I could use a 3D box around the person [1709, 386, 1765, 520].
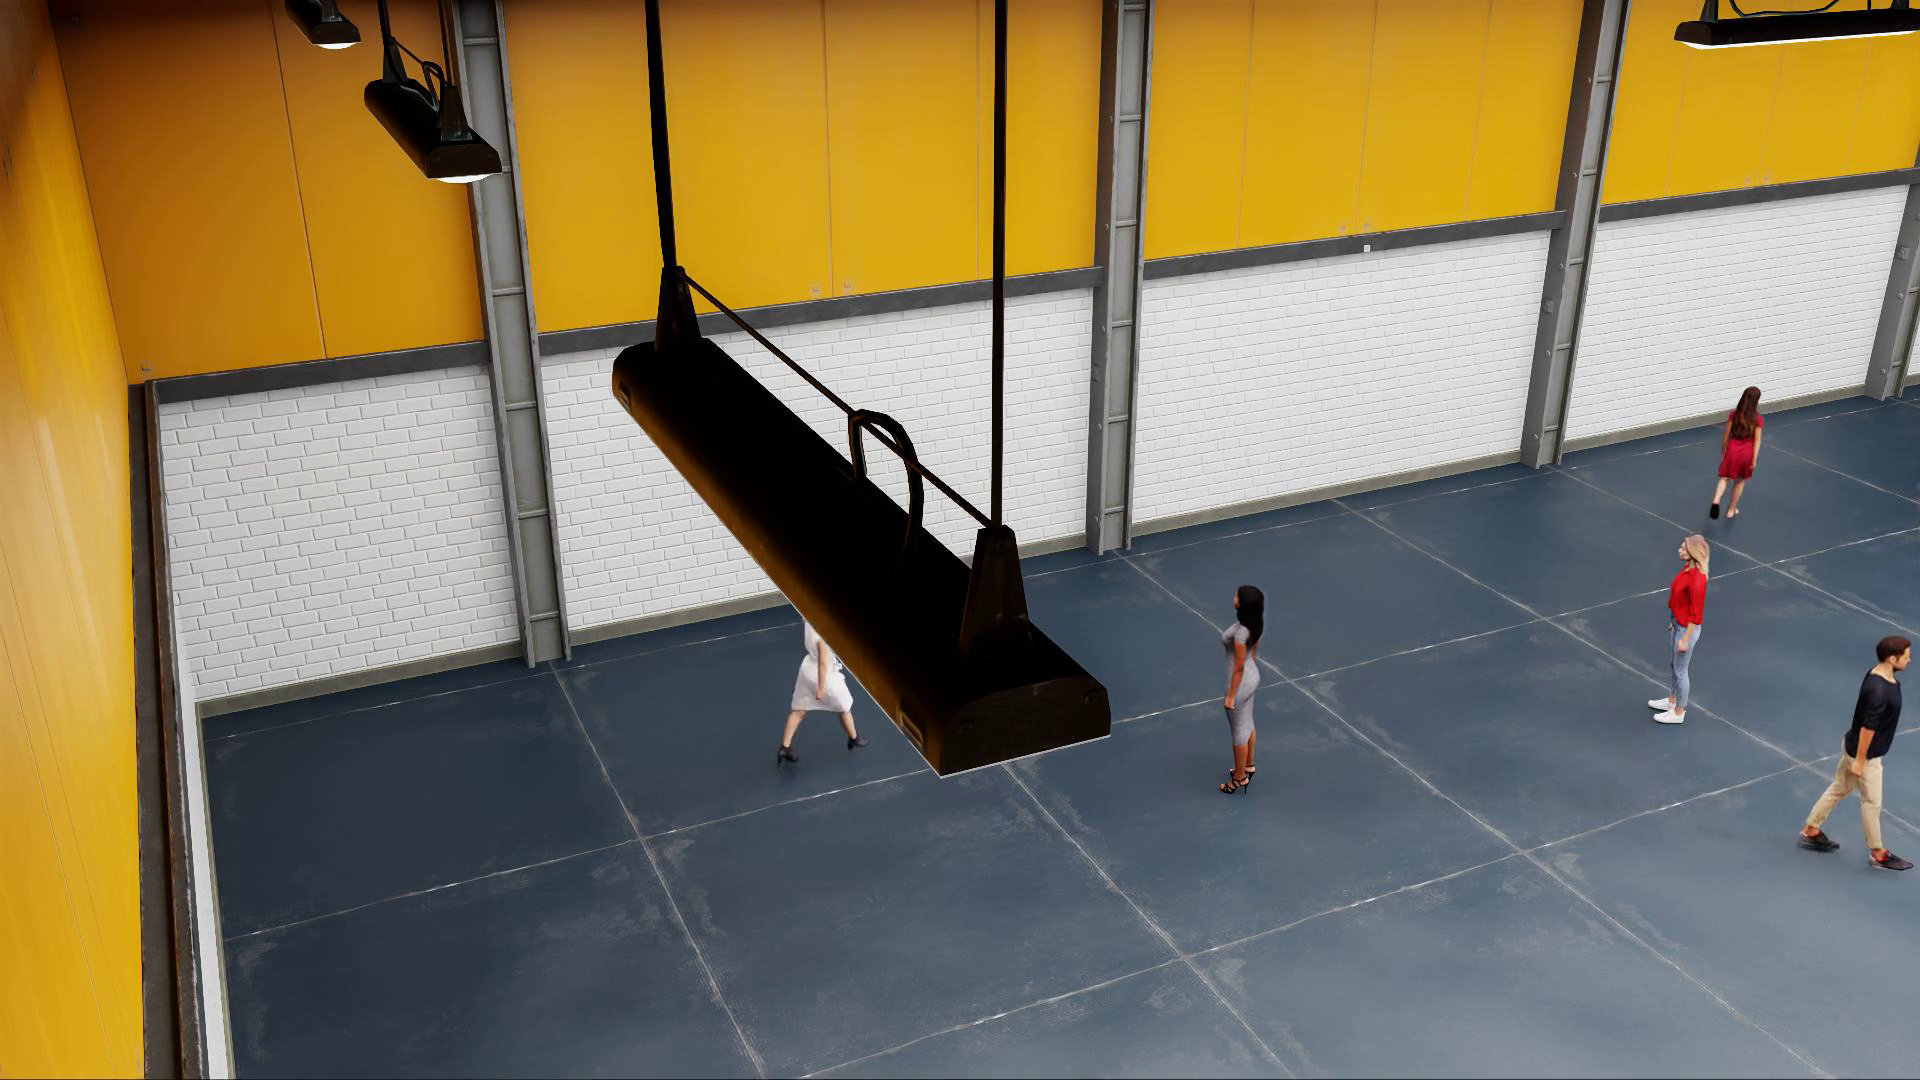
[{"bbox_3d":[8.497,-0.920,18.178,0.749,1.539,0.919,18,30,36],"label":"person"}]

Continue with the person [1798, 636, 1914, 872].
[{"bbox_3d":[6.562,1.530,12.217,1.087,1.823,1.052,11,26,23],"label":"person"}]

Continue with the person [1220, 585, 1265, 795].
[{"bbox_3d":[2.225,1.172,13.091,0.738,1.781,0.647,13,27,27],"label":"person"}]

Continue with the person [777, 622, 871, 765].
[{"bbox_3d":[-1.216,1.155,13.471,1.070,1.506,0.632,-14,27,-30],"label":"person"}]

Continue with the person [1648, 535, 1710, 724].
[{"bbox_3d":[6.155,0.758,14.136,0.713,1.702,0.693,5,24,10],"label":"person"}]
